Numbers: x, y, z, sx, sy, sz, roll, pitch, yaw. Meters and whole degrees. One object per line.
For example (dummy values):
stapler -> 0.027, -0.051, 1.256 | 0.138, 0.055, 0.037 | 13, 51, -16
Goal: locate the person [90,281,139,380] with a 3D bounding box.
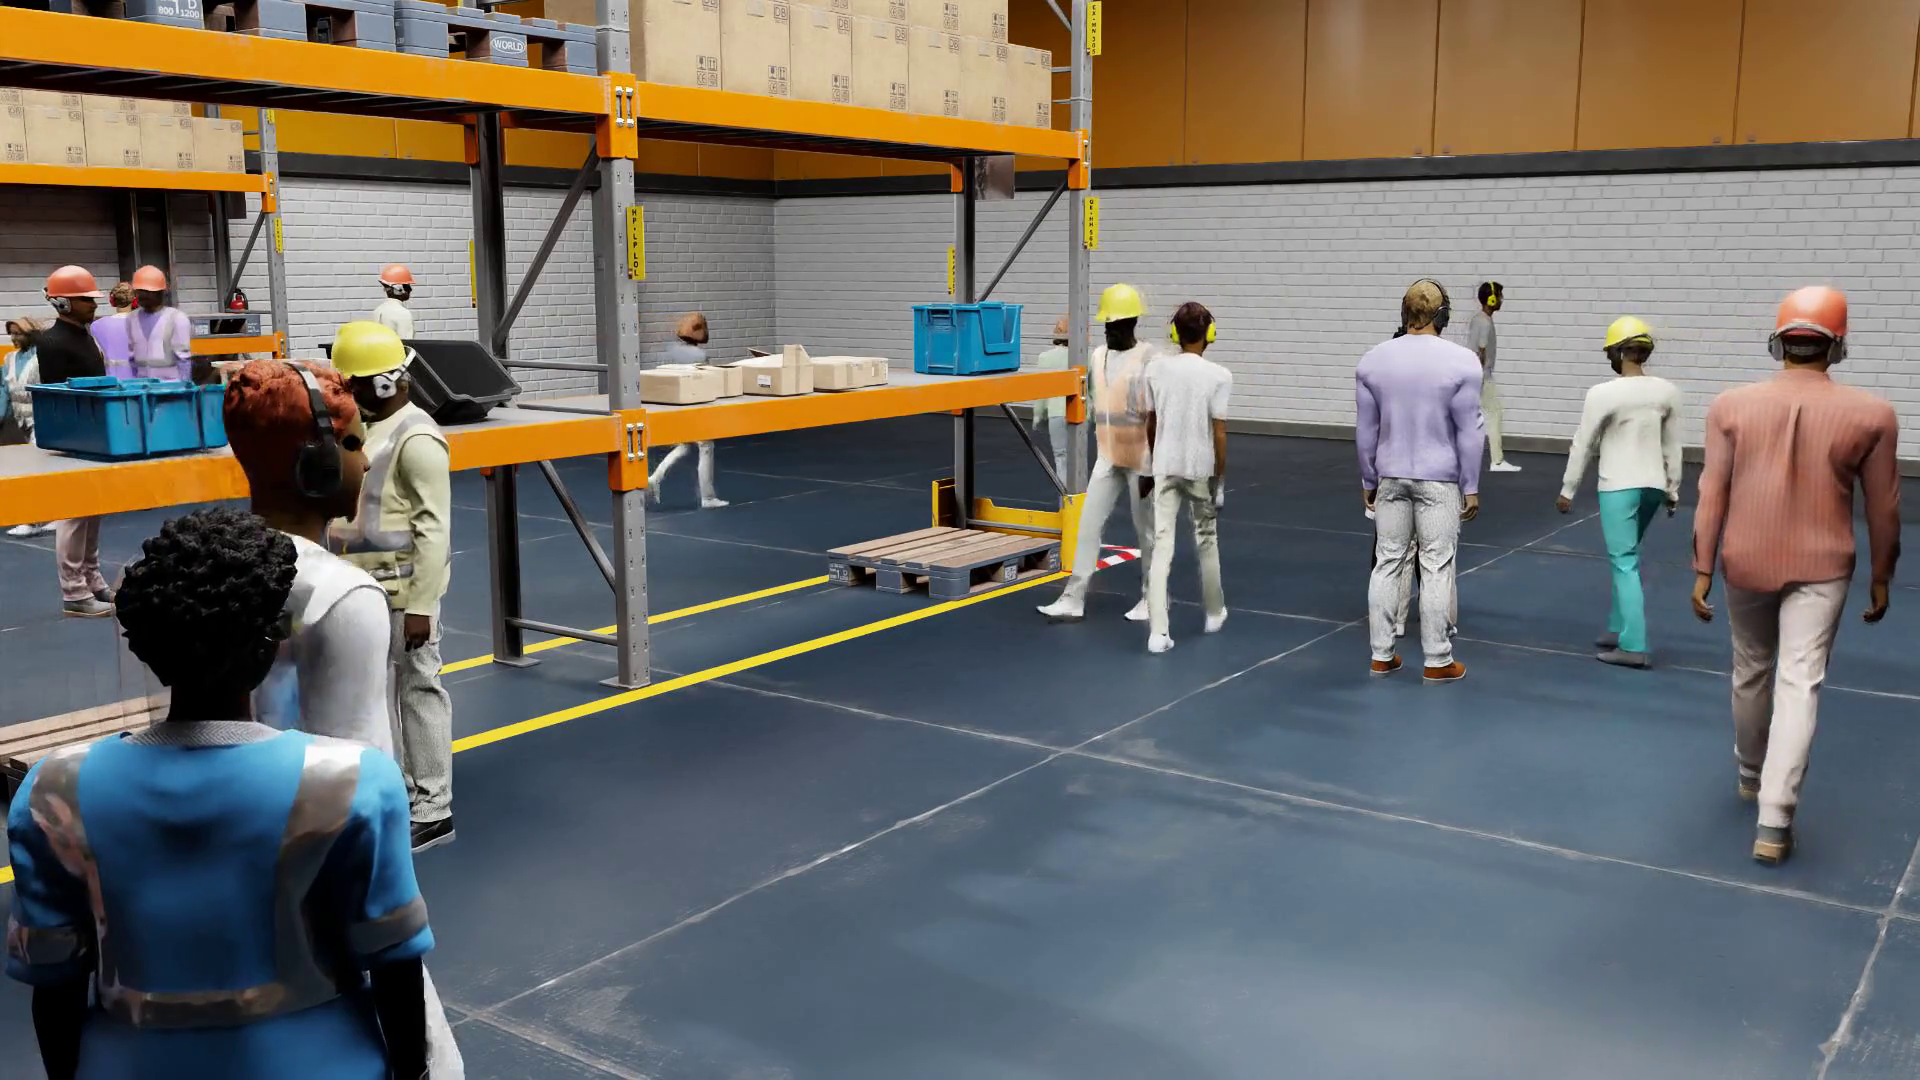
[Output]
person -> -7.017, -1.254, 14.083 | 0.563, 1.847, 0.394 | -2, 10, -11

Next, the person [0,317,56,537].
person -> -6.886, -0.824, 12.247 | 0.536, 1.610, 0.767 | 5, 11, 27

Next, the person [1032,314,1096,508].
person -> 0.820, -0.937, 12.895 | 0.509, 1.602, 0.721 | -2, 10, -13

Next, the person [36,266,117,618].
person -> -5.017, -0.561, 9.516 | 0.387, 1.992, 0.626 | -2, 10, -10

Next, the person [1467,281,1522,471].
person -> 4.943, -1.564, 15.982 | 0.893, 1.841, 0.534 | 0, 10, 2

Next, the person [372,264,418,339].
person -> -4.901, -1.410, 14.570 | 0.622, 1.994, 0.380 | 9, 13, 44

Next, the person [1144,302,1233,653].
person -> 1.198, -0.344, 8.778 | 0.484, 1.814, 0.957 | 4, 10, 20

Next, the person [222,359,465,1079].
person -> -1.042, 0.610, 2.955 | 0.606, 1.850, 0.868 | 7, 12, 34

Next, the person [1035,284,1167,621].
person -> 0.831, -0.451, 9.184 | 0.894, 1.881, 0.613 | -7, 12, -38

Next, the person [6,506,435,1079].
person -> -0.986, 0.800, 2.297 | 0.540, 1.695, 0.317 | -1, 10, -5

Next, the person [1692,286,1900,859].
person -> 2.941, 0.085, 5.860 | 0.642, 1.934, 1.041 | 6, 11, 32

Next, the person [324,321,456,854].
person -> -1.957, 0.165, 5.707 | 0.403, 1.822, 0.588 | -8, 12, -39

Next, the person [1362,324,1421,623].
person -> 2.504, -0.378, 9.312 | 0.536, 1.697, 0.318 | 3, 10, 20

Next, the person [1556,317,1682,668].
person -> 3.328, -0.247, 8.383 | 0.555, 1.729, 0.621 | -4, 10, -21

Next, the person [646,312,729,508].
person -> -2.231, -1.041, 13.494 | 0.653, 1.614, 0.502 | -9, 13, -43

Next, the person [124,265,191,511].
person -> -6.581, -1.269, 13.785 | 0.609, 1.999, 0.976 | 1, 10, 7

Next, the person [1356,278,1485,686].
person -> 2.195, -0.273, 7.970 | 0.630, 1.940, 0.372 | 7, 12, 37

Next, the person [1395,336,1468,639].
person -> 2.484, -0.277, 8.883 | 0.510, 1.640, 0.308 | 2, 10, 13
